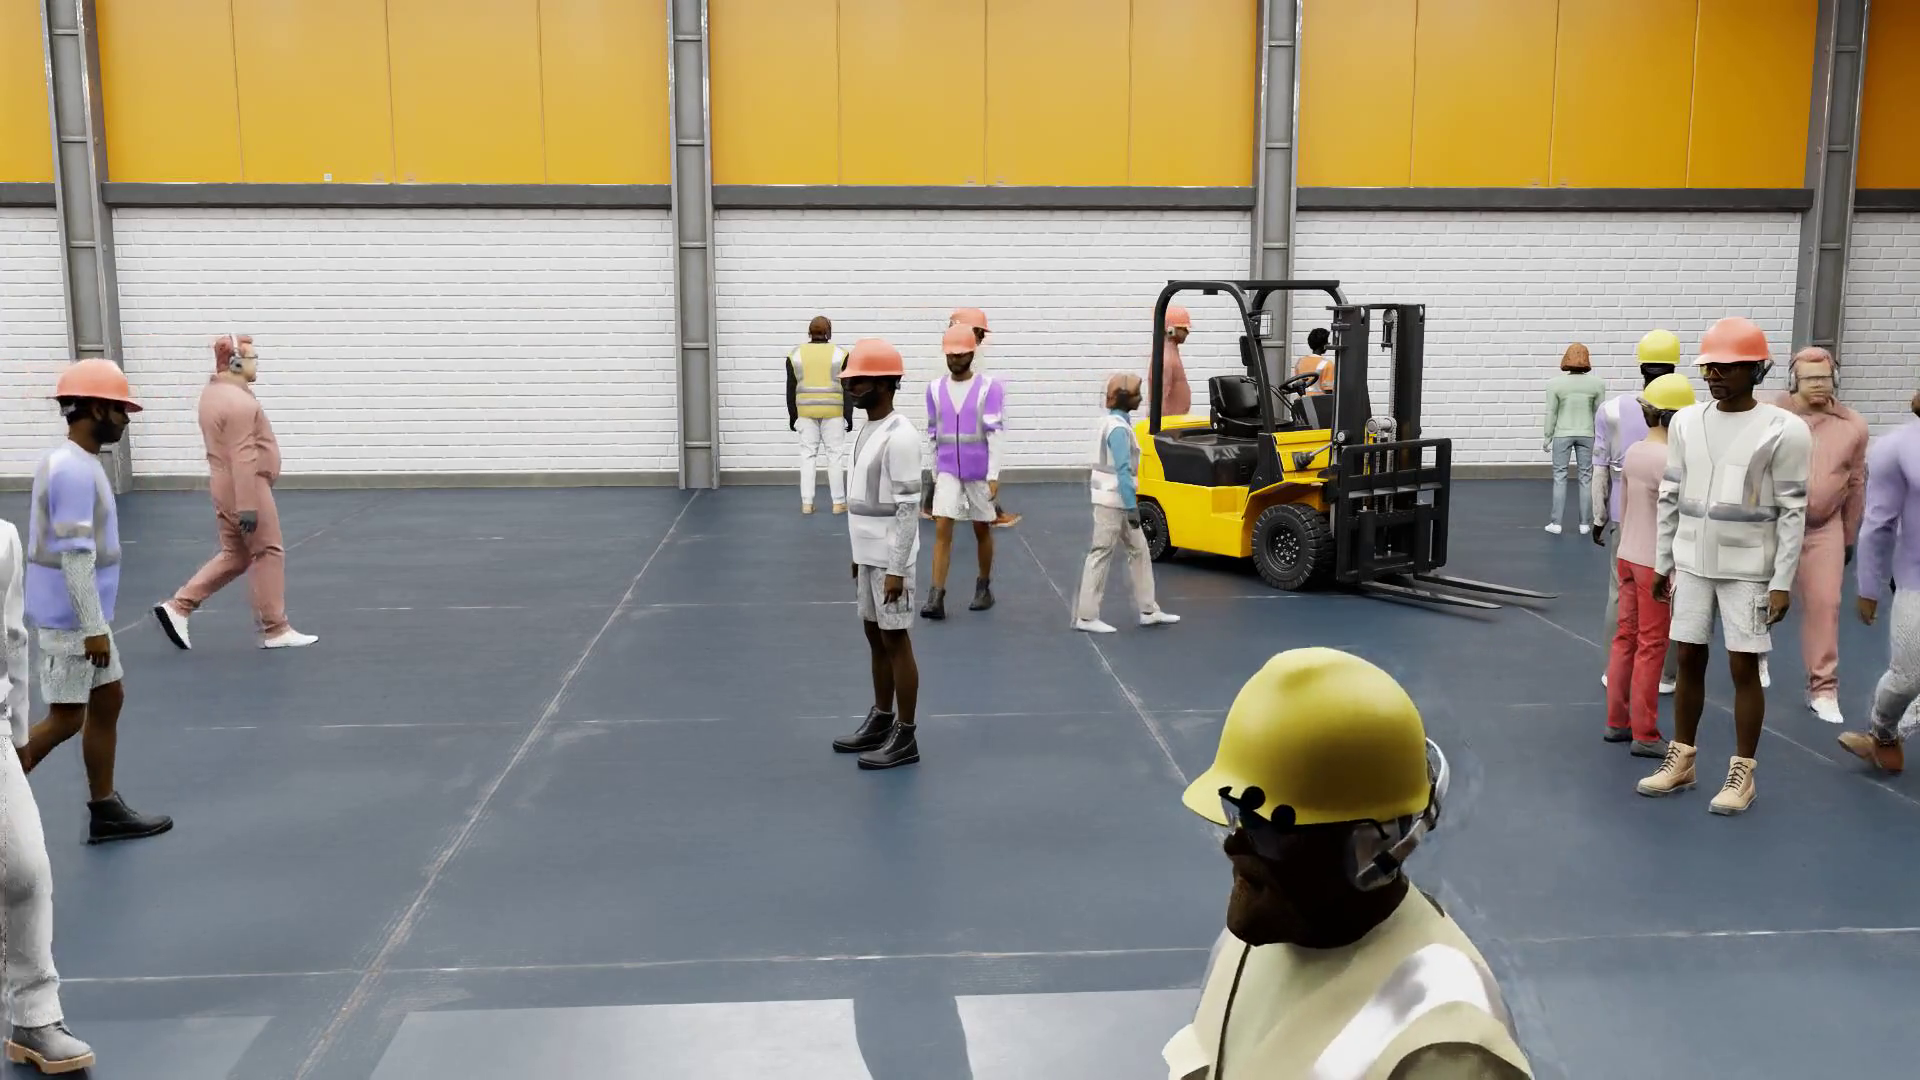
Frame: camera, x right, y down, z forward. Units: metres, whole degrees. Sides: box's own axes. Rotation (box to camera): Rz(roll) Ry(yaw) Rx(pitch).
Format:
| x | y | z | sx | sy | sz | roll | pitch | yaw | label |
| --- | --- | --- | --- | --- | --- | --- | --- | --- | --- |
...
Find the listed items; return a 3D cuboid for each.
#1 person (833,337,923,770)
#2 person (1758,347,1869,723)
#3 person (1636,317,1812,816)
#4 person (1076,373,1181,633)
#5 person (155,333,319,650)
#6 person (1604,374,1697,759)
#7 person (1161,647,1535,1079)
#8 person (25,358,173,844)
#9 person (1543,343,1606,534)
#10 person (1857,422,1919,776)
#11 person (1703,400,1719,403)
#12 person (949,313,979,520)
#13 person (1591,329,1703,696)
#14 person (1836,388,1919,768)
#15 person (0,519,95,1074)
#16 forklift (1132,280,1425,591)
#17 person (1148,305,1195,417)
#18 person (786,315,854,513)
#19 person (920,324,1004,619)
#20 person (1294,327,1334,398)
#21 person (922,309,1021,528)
| x | y | z | sx | sy | sz | roll | pitch | yaw | label |
| --- | --- | --- | --- | --- | --- | --- | --- | --- | --- |
| -0.370 | 0.061 | 7.495 | 0.362 | 1.939 | 0.542 | -4 | 10 | -23 | person |
| 4.333 | -0.067 | 8.622 | 0.634 | 1.867 | 0.974 | 2 | 9 | 14 | person |
| 3.143 | 0.107 | 6.878 | 0.374 | 2.043 | 0.612 | -7 | 11 | -37 | person |
| 1.062 | -0.214 | 10.247 | 0.755 | 1.608 | 0.539 | 1 | 9 | 6 | person |
| -4.264 | -0.255 | 9.716 | 0.787 | 1.868 | 0.650 | -7 | 11 | -37 | person |
| 3.212 | 0.119 | 7.676 | 0.312 | 1.768 | 0.530 | -1 | 9 | -4 | person |
| 0.519 | 1.004 | 2.043 | 0.849 | 1.801 | 0.591 | -2 | 9 | -14 | person |
| -3.446 | 0.272 | 6.294 | 0.744 | 1.906 | 0.563 | -4 | 10 | -23 | person |
| 5.252 | -0.862 | 14.252 | 0.500 | 1.632 | 0.284 | 1 | 9 | 6 | person |
| 4.031 | 0.185 | 6.850 | 0.648 | 1.908 | 0.805 | 2 | 9 | 15 | person |
| 5.219 | -0.391 | 11.347 | 0.524 | 1.620 | 0.552 | 2 | 9 | 15 | person |
| 0.050 | -1.119 | 15.069 | 0.337 | 1.883 | 0.584 | -1 | 9 | -7 | person |
| 3.641 | -0.138 | 8.786 | 0.591 | 1.926 | 0.357 | 5 | 11 | 30 | person |
| 4.409 | 0.152 | 7.466 | 1.026 | 1.751 | 0.700 | 0 | 9 | -1 | person |
| -2.714 | 0.584 | 4.476 | 0.765 | 1.847 | 0.582 | 6 | 11 | 31 | person |
| 2.301 | -0.860 | 12.475 | 1.214 | 2.155 | 2.313 | -6 | 11 | -35 | forklift |
| 1.776 | -1.003 | 14.082 | 0.877 | 1.964 | 0.618 | 1 | 9 | 6 | person |
| -1.292 | -1.162 | 15.477 | 0.634 | 1.841 | 0.429 | 1 | 9 | 4 | person |
| 0.003 | -0.430 | 10.712 | 0.564 | 1.895 | 0.958 | 3 | 10 | 18 | person |
| 3.578 | -1.297 | 16.808 | 0.320 | 1.691 | 0.528 | -5 | 11 | -31 | person |
| 0.062 | -1.081 | 14.751 | 1.026 | 1.929 | 0.591 | 4 | 10 | 21 | person |
